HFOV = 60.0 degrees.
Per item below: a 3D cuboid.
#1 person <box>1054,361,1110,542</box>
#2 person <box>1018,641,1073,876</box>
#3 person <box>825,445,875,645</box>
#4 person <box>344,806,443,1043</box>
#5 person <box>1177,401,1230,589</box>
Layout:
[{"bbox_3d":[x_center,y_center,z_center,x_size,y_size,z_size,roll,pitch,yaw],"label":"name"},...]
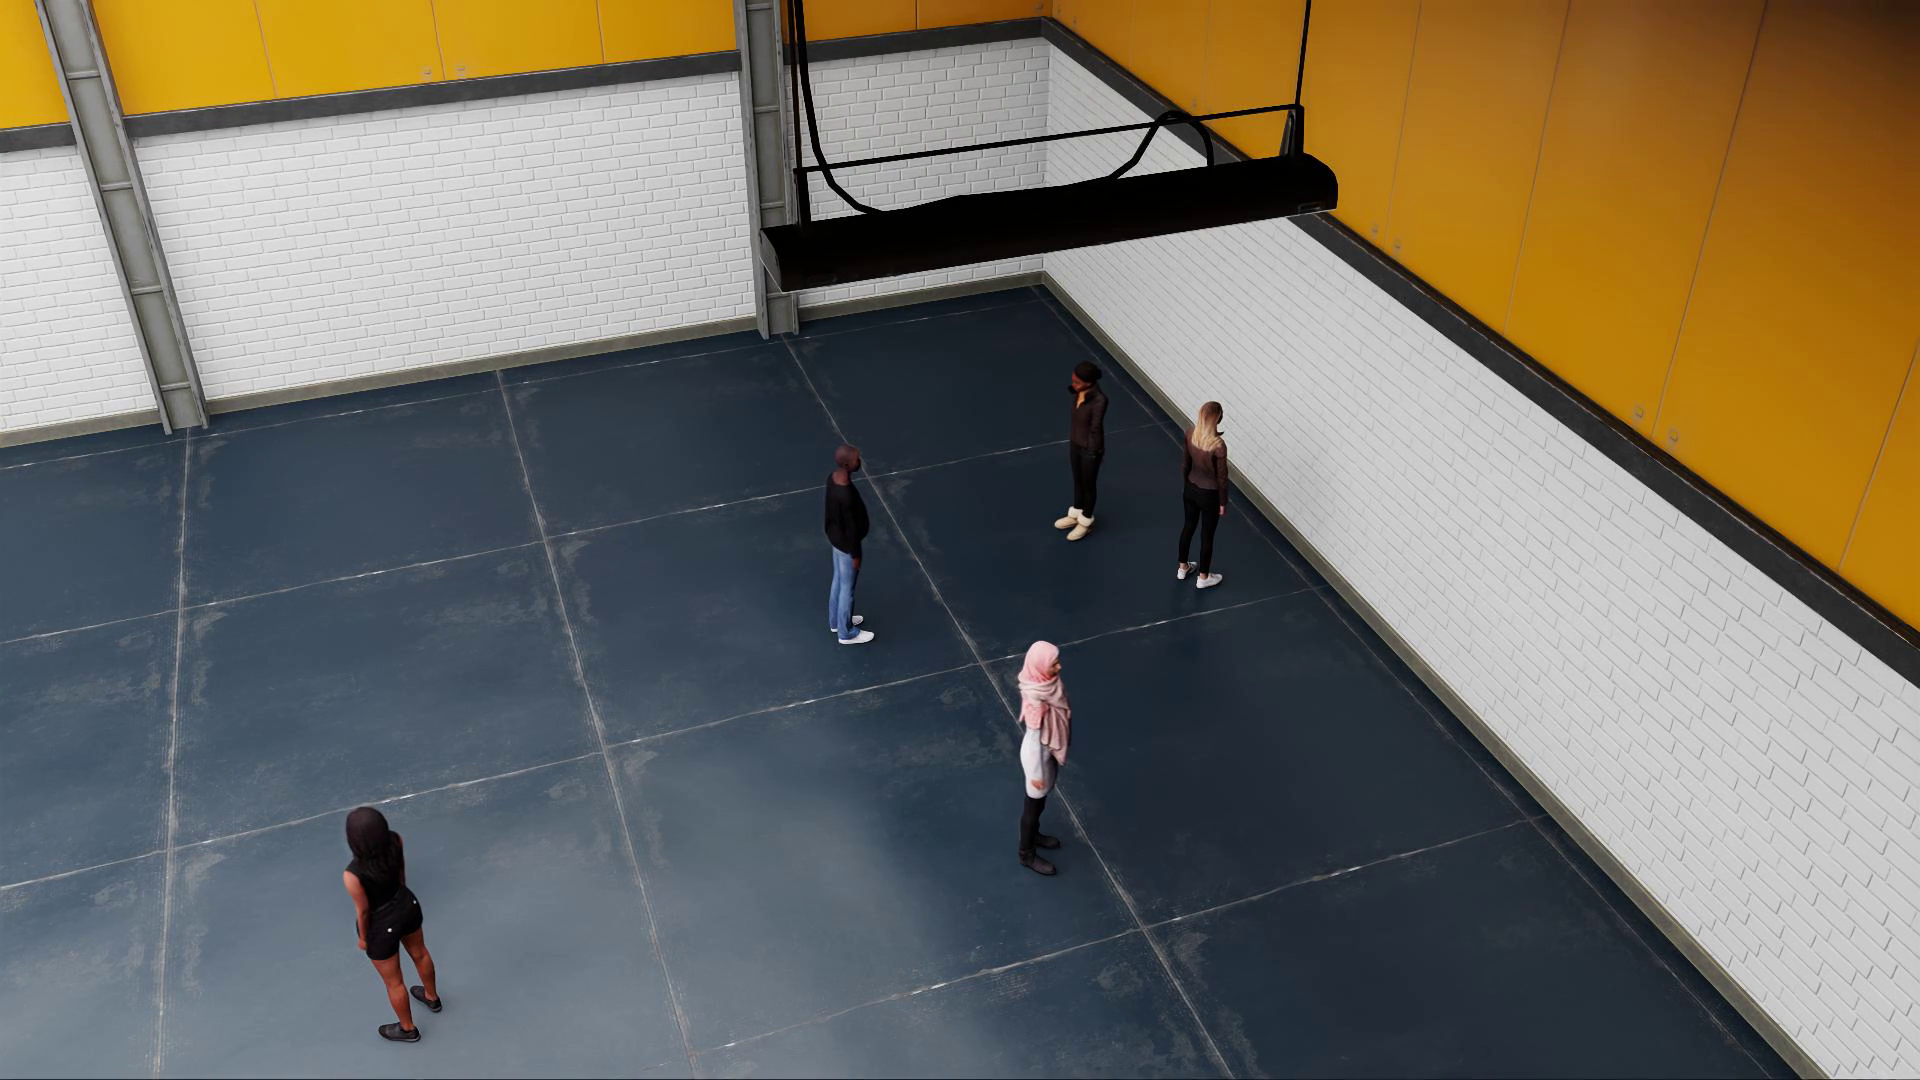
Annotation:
[{"bbox_3d":[1.103,-0.811,14.394,0.672,1.659,0.615,-16,37,-23],"label":"person"},{"bbox_3d":[0.530,1.406,10.928,0.754,1.803,0.729,6,34,9],"label":"person"},{"bbox_3d":[-0.904,0.021,13.063,0.534,1.747,0.593,-12,36,-18],"label":"person"},{"bbox_3d":[-3.341,2.231,9.745,0.714,1.741,0.669,12,35,17],"label":"person"},{"bbox_3d":[1.998,-0.380,13.704,0.637,1.705,0.670,-27,42,-34],"label":"person"}]
